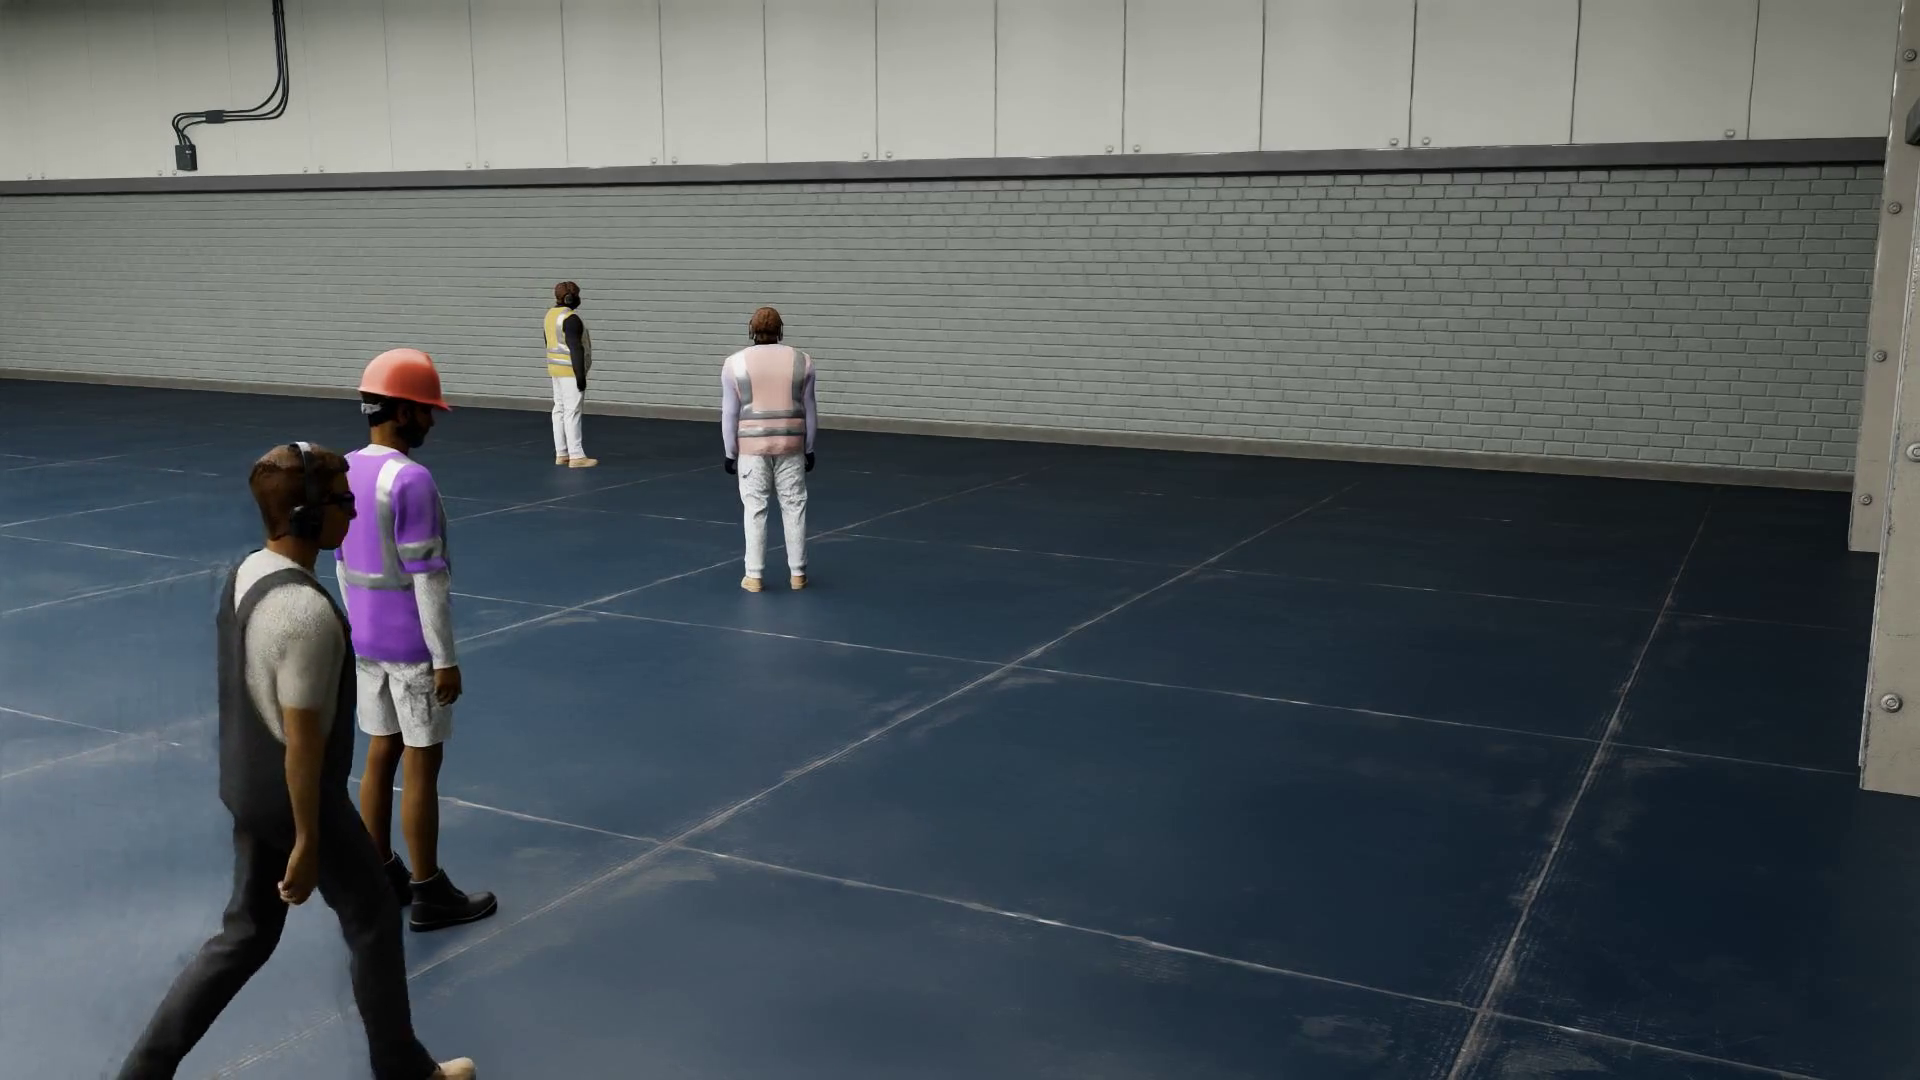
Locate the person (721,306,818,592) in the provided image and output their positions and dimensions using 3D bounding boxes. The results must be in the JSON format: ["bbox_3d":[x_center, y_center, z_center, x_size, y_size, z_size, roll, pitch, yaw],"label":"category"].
[{"bbox_3d":[-1.231,-0.582,10.761,0.621,1.845,0.429,-3,11,-15],"label":"person"}]

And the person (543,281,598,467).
[{"bbox_3d":[-3.881,-1.648,16.572,0.430,1.845,0.619,-8,13,-36],"label":"person"}]

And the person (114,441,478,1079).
[{"bbox_3d":[-1.716,0.659,4.106,0.516,1.813,0.908,10,15,44],"label":"person"}]

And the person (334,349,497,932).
[{"bbox_3d":[-1.834,0.333,5.538,0.543,1.928,0.373,9,13,39],"label":"person"}]
